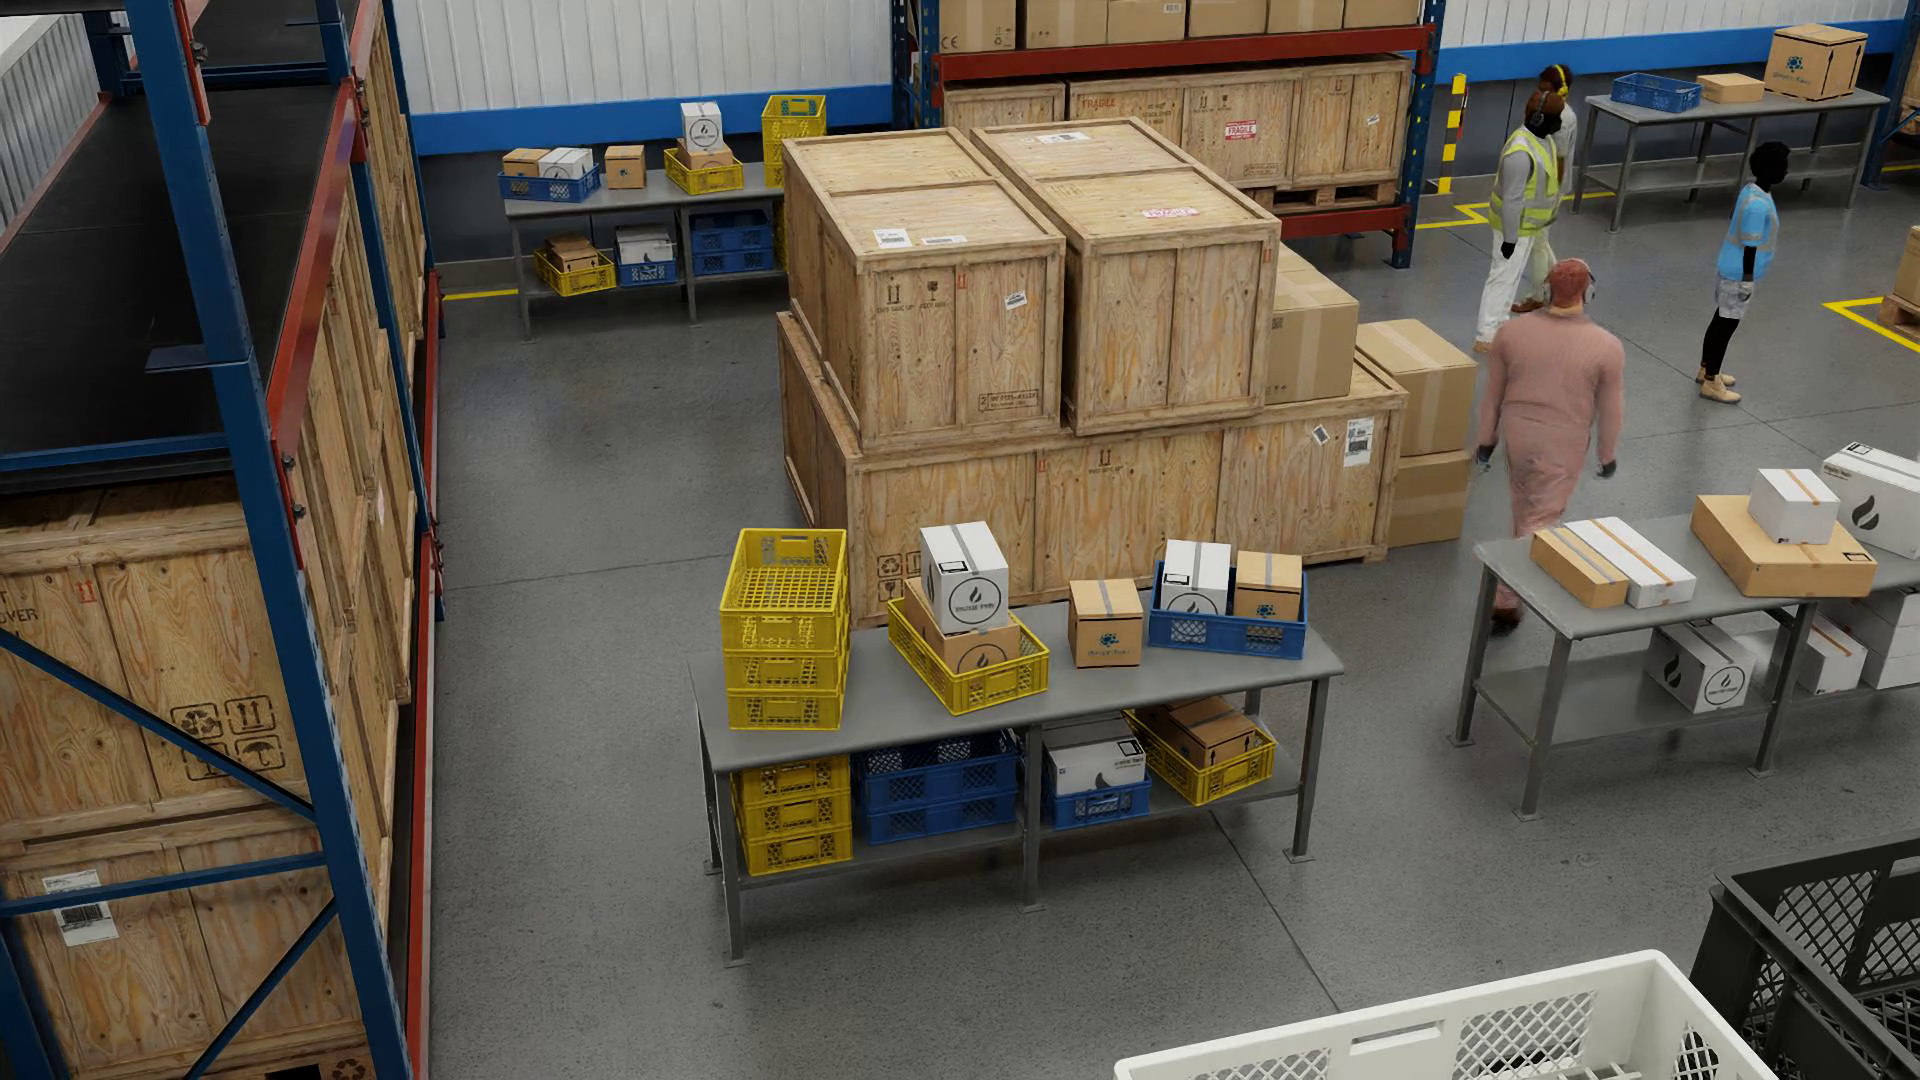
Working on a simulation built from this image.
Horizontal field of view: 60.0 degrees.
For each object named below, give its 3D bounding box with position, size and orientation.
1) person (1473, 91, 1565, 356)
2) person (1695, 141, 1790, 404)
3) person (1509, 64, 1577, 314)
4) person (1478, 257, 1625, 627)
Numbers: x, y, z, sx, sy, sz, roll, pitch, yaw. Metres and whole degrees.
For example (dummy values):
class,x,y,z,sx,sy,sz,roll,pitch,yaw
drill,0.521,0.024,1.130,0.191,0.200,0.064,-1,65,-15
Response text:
class,x,y,z,sx,sy,sz,roll,pitch,yaw
person,3.845,-2.161,11.409,0.432,1.836,0.619,16,32,26
person,5.072,-1.739,10.777,0.318,1.697,0.533,9,30,16
person,4.315,-2.526,12.062,0.511,1.846,0.565,2,29,4
person,2.948,-0.499,8.370,0.660,1.856,0.992,22,36,34
